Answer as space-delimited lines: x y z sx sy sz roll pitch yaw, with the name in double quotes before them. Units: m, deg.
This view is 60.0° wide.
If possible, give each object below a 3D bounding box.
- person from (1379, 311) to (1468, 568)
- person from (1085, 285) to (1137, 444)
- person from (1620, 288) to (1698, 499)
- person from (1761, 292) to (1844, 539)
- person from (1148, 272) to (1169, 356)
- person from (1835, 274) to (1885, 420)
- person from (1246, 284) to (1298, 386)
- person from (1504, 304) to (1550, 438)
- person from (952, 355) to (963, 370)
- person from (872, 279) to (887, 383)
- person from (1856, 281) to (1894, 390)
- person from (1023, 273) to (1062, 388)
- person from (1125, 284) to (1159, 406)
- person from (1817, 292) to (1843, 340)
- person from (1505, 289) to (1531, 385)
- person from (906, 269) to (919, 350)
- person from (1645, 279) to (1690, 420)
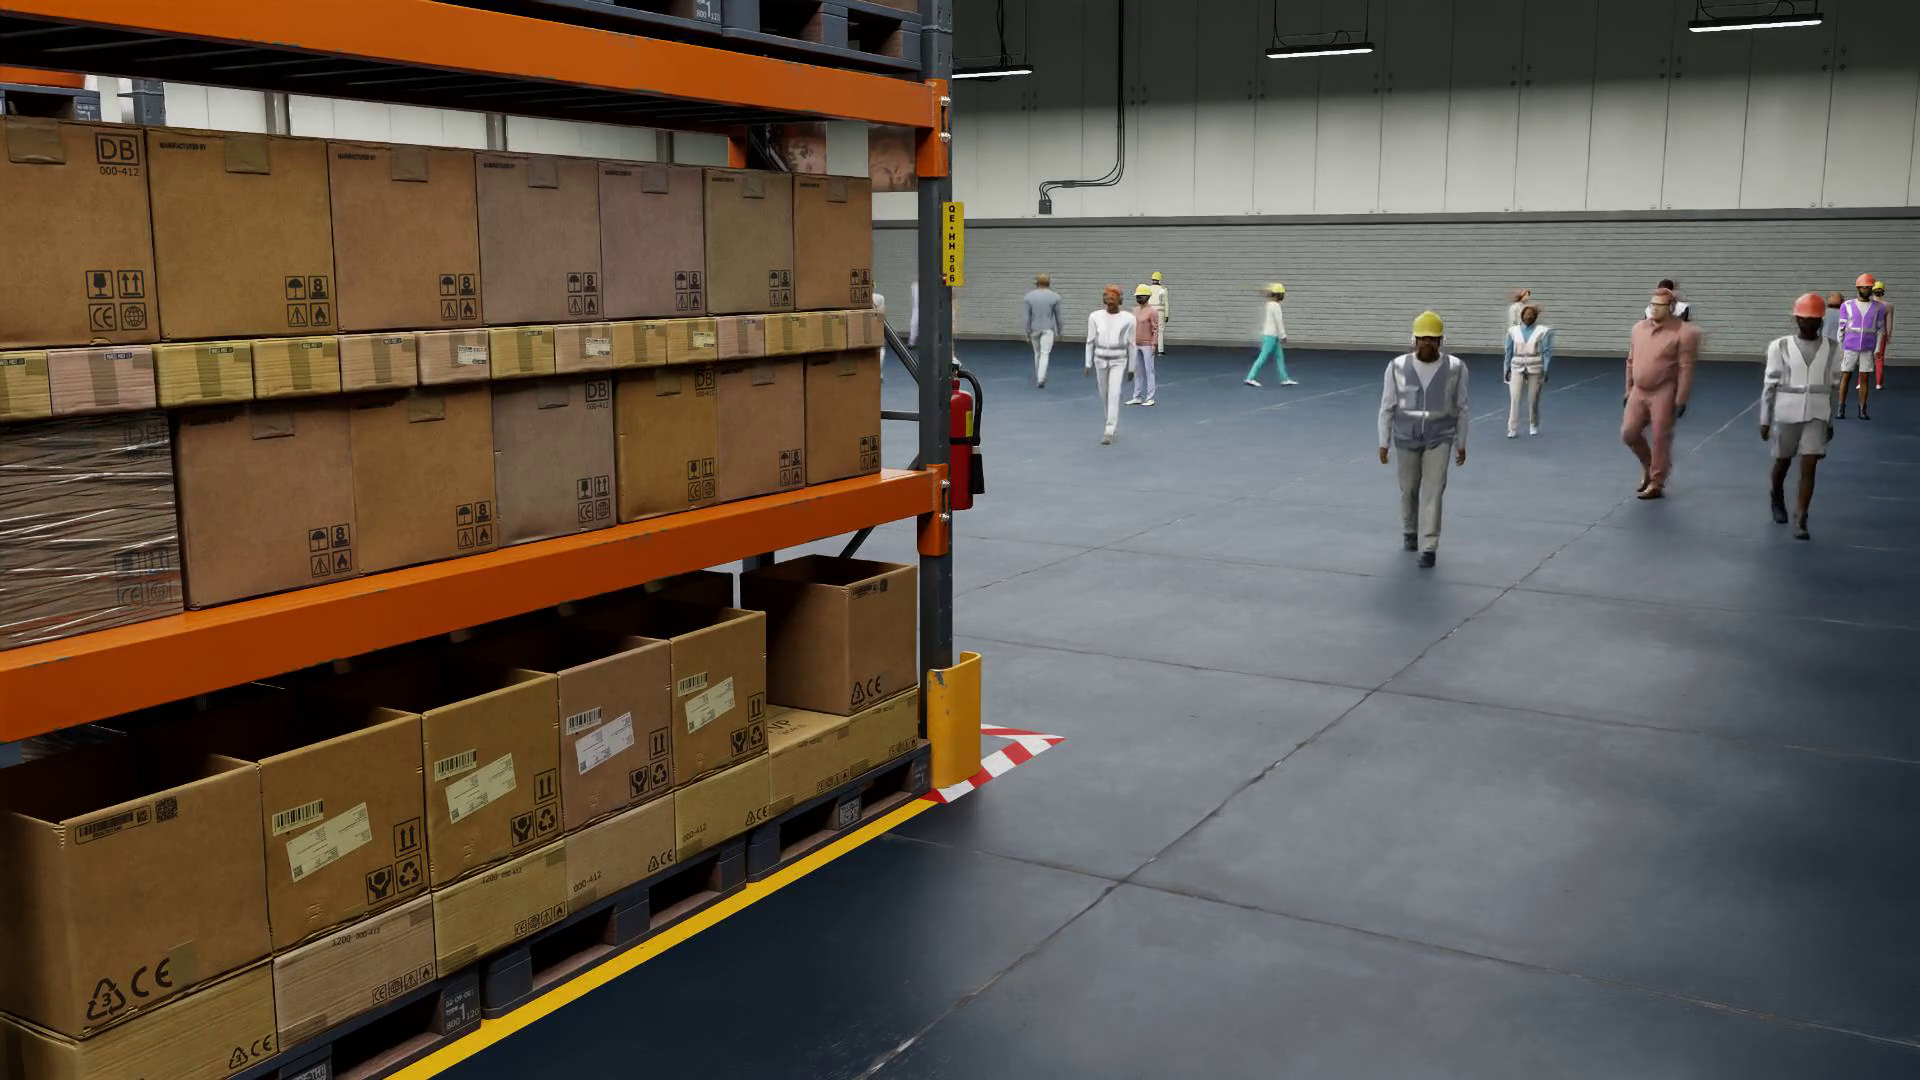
"person" 3.329 -0.747 11.959 0.608 1.797 0.905 3 10 19
"person" 1.797 -2.075 19.588 0.572 1.850 0.970 4 10 20
"person" 6.234 -1.309 14.927 0.419 1.892 0.672 -6 12 -33
"person" 6.593 -0.995 13.079 0.552 1.908 0.867 3 10 18
"person" 4.287 -4.942 36.382 0.601 1.831 0.404 4 10 22
"person" 11.994 -2.571 22.180 0.546 1.942 0.348 4 10 21
"person" 5.211 -3.418 27.796 0.897 1.723 0.529 1 10 3
"person" 6.856 -2.045 20.105 0.532 1.603 0.779 5 11 26
"person" -0.349 -3.767 30.170 0.750 1.614 0.526 3 10 18
"person" -1.509 -3.576 28.415 0.553 1.833 0.526 3 10 15
"person" 14.916 -3.331 27.154 0.532 1.765 0.330 3 10 19
"person" 1.367 -3.474 27.637 0.638 1.901 1.019 2 10 11
"person" 2.659 -2.832 24.221 0.317 1.769 0.522 -8 13 -39
"person" 13.844 -3.124 26.424 0.503 1.609 0.704 4 11 24
"person" 9.473 -3.396 27.932 0.542 1.610 0.713 -5 11 -29
"person" -0.935 -5.322 38.524 0.644 1.868 0.927 5 11 27
"person" 9.457 -2.551 22.283 0.586 1.878 1.001 8 12 38
